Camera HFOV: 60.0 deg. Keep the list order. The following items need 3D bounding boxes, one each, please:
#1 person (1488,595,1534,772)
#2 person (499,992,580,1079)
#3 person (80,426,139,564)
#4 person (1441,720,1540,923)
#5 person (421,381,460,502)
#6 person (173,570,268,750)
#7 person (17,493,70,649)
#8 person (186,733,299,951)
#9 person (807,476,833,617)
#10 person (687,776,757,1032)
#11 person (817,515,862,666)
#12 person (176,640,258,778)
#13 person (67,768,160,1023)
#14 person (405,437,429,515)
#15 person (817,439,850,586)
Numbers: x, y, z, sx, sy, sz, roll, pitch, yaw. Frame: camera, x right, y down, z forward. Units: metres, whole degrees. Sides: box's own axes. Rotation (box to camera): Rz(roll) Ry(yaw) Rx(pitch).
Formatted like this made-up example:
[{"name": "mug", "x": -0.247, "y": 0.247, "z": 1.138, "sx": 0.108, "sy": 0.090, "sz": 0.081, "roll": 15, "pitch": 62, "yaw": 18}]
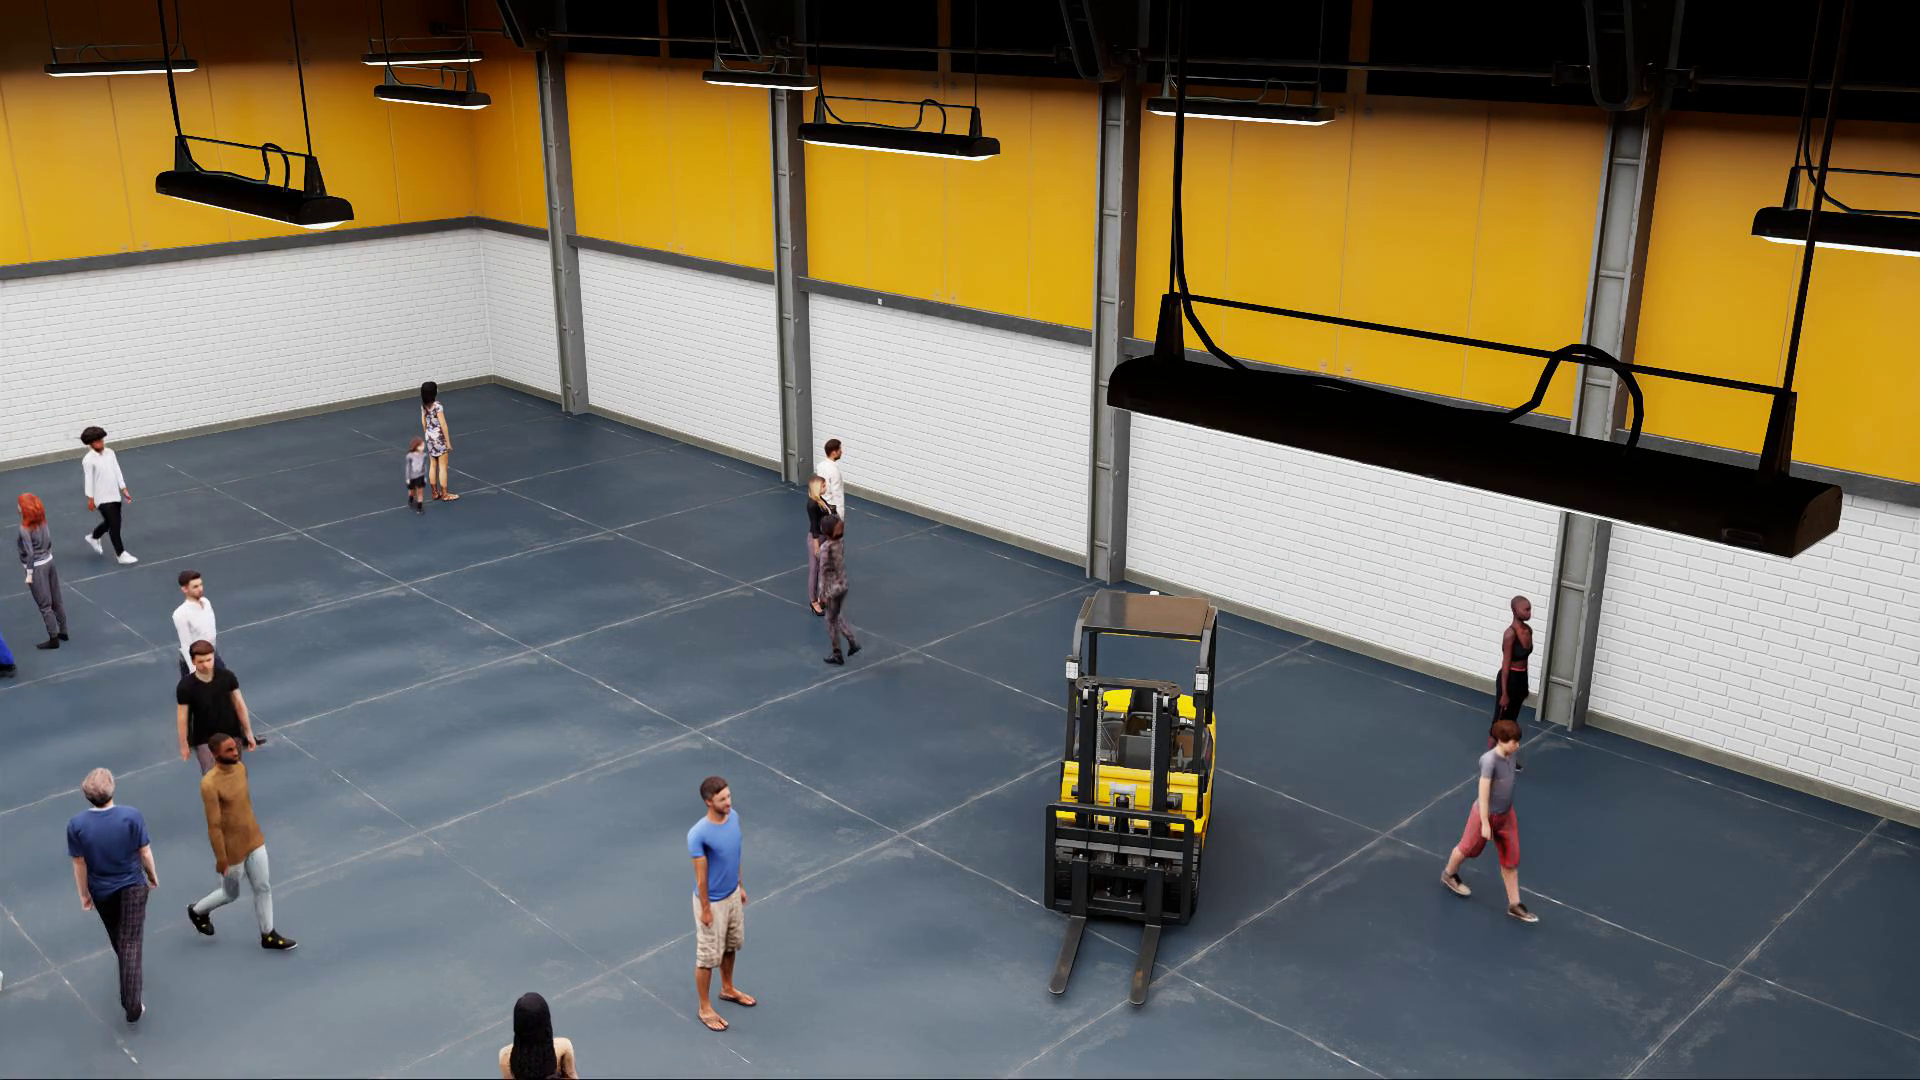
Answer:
[{"name": "person", "x": 5.130, "y": 1.342, "z": 15.485, "sx": 0.589, "sy": 1.758, "sz": 0.518, "roll": -17, "pitch": 25, "yaw": -41}, {"name": "person", "x": -2.342, "y": 3.401, "z": 9.406, "sx": 1.014, "sy": 1.736, "sz": 1.214, "roll": -4, "pitch": 19, "yaw": -12}, {"name": "person", "x": -10.911, "y": -0.580, "z": 21.143, "sx": 1.150, "sy": 1.789, "sz": 0.947, "roll": 6, "pitch": 19, "yaw": 16}, {"name": "person", "x": 4.167, "y": 2.174, "z": 13.250, "sx": 0.763, "sy": 1.607, "sz": 1.180, "roll": -12, "pitch": 22, "yaw": -32}, {"name": "person", "x": -7.466, "y": -1.413, "z": 23.705, "sx": 0.535, "sy": 1.733, "sz": 0.695, "roll": 12, "pitch": 22, "yaw": 31}, {"name": "person", "x": -7.327, "y": 1.175, "z": 15.884, "sx": 1.313, "sy": 1.819, "sz": 1.014, "roll": 6, "pitch": 20, "yaw": 18}, {"name": "person", "x": -10.205, "y": 0.332, "z": 18.452, "sx": 0.695, "sy": 1.779, "sz": 0.646, "roll": 1, "pitch": 19, "yaw": 2}, {"name": "person", "x": -5.554, "y": 2.298, "z": 12.591, "sx": 1.207, "sy": 1.792, "sz": 1.011, "roll": 4, "pitch": 19, "yaw": 13}, {"name": "person", "x": -1.678, "y": 0.051, "z": 19.463, "sx": 0.725, "sy": 1.666, "sz": 0.678, "roll": 1, "pitch": 19, "yaw": 4}, {"name": "person", "x": -1.727, "y": 2.523, "z": 11.813, "sx": 0.648, "sy": 1.863, "sz": 0.705, "roll": 11, "pitch": 22, "yaw": 31}, {"name": "person", "x": -1.285, "y": 0.558, "z": 17.903, "sx": 0.766, "sy": 1.700, "sz": 0.671, "roll": 11, "pitch": 22, "yaw": 29}, {"name": "person", "x": -6.439, "y": 1.682, "z": 14.344, "sx": 0.685, "sy": 1.843, "sz": 0.715, "roll": -18, "pitch": 25, "yaw": -42}, {"name": "person", "x": -5.979, "y": 2.550, "z": 11.812, "sx": 1.022, "sy": 1.813, "sz": 1.314, "roll": -7, "pitch": 20, "yaw": -19}, {"name": "person", "x": -7.622, "y": -0.912, "z": 23.238, "sx": 0.567, "sy": 1.082, "sz": 0.751, "roll": -11, "pitch": 22, "yaw": -30}, {"name": "person", "x": -1.580, "y": -0.325, "z": 20.266, "sx": 0.779, "sy": 1.866, "sz": 0.570, "roll": -11, "pitch": 22, "yaw": -30}]
